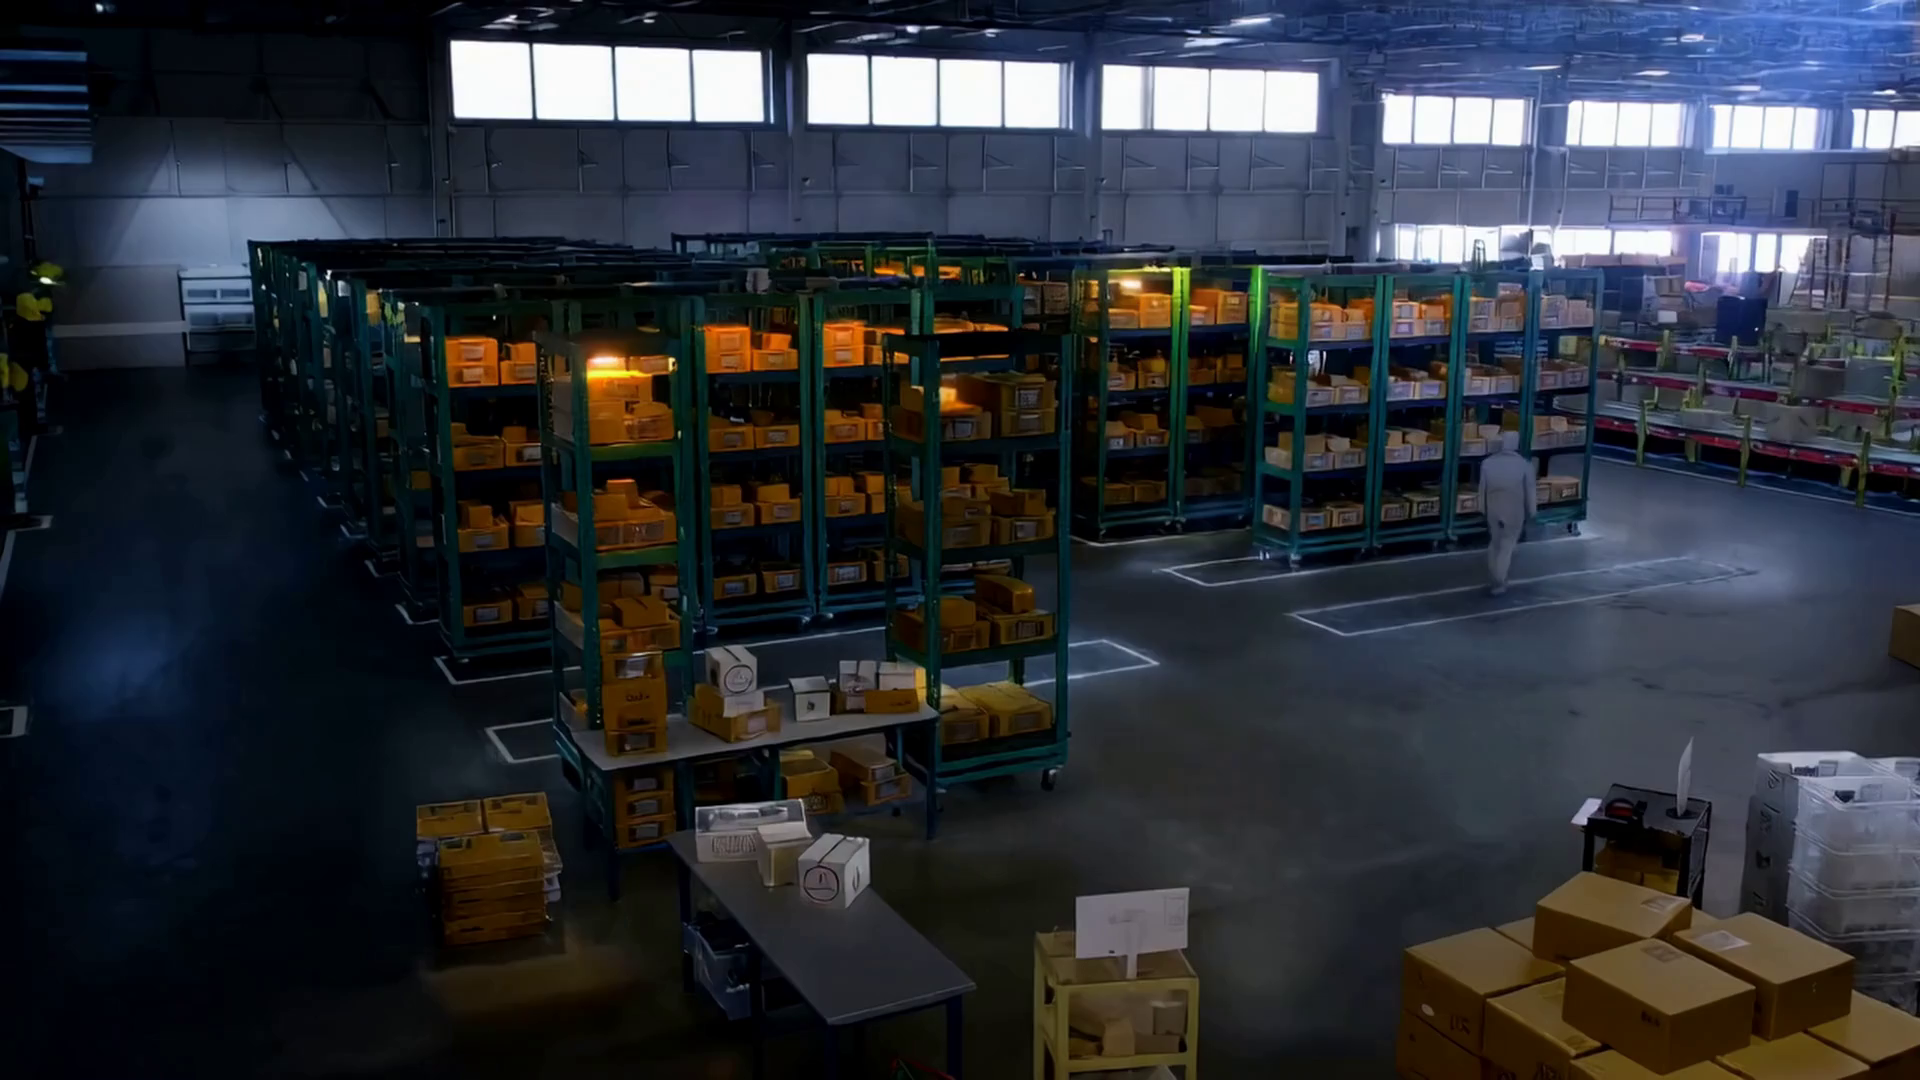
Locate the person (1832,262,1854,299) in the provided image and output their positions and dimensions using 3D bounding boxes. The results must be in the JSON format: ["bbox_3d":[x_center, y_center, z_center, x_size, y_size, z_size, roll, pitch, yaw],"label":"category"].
[{"bbox_3d":[37.072,-11.029,69.606,0.577,1.820,1.028,-7,14,-30],"label":"person"}]

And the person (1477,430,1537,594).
[{"bbox_3d":[6.421,-0.338,19.426,0.640,1.884,0.789,11,17,43],"label":"person"}]
